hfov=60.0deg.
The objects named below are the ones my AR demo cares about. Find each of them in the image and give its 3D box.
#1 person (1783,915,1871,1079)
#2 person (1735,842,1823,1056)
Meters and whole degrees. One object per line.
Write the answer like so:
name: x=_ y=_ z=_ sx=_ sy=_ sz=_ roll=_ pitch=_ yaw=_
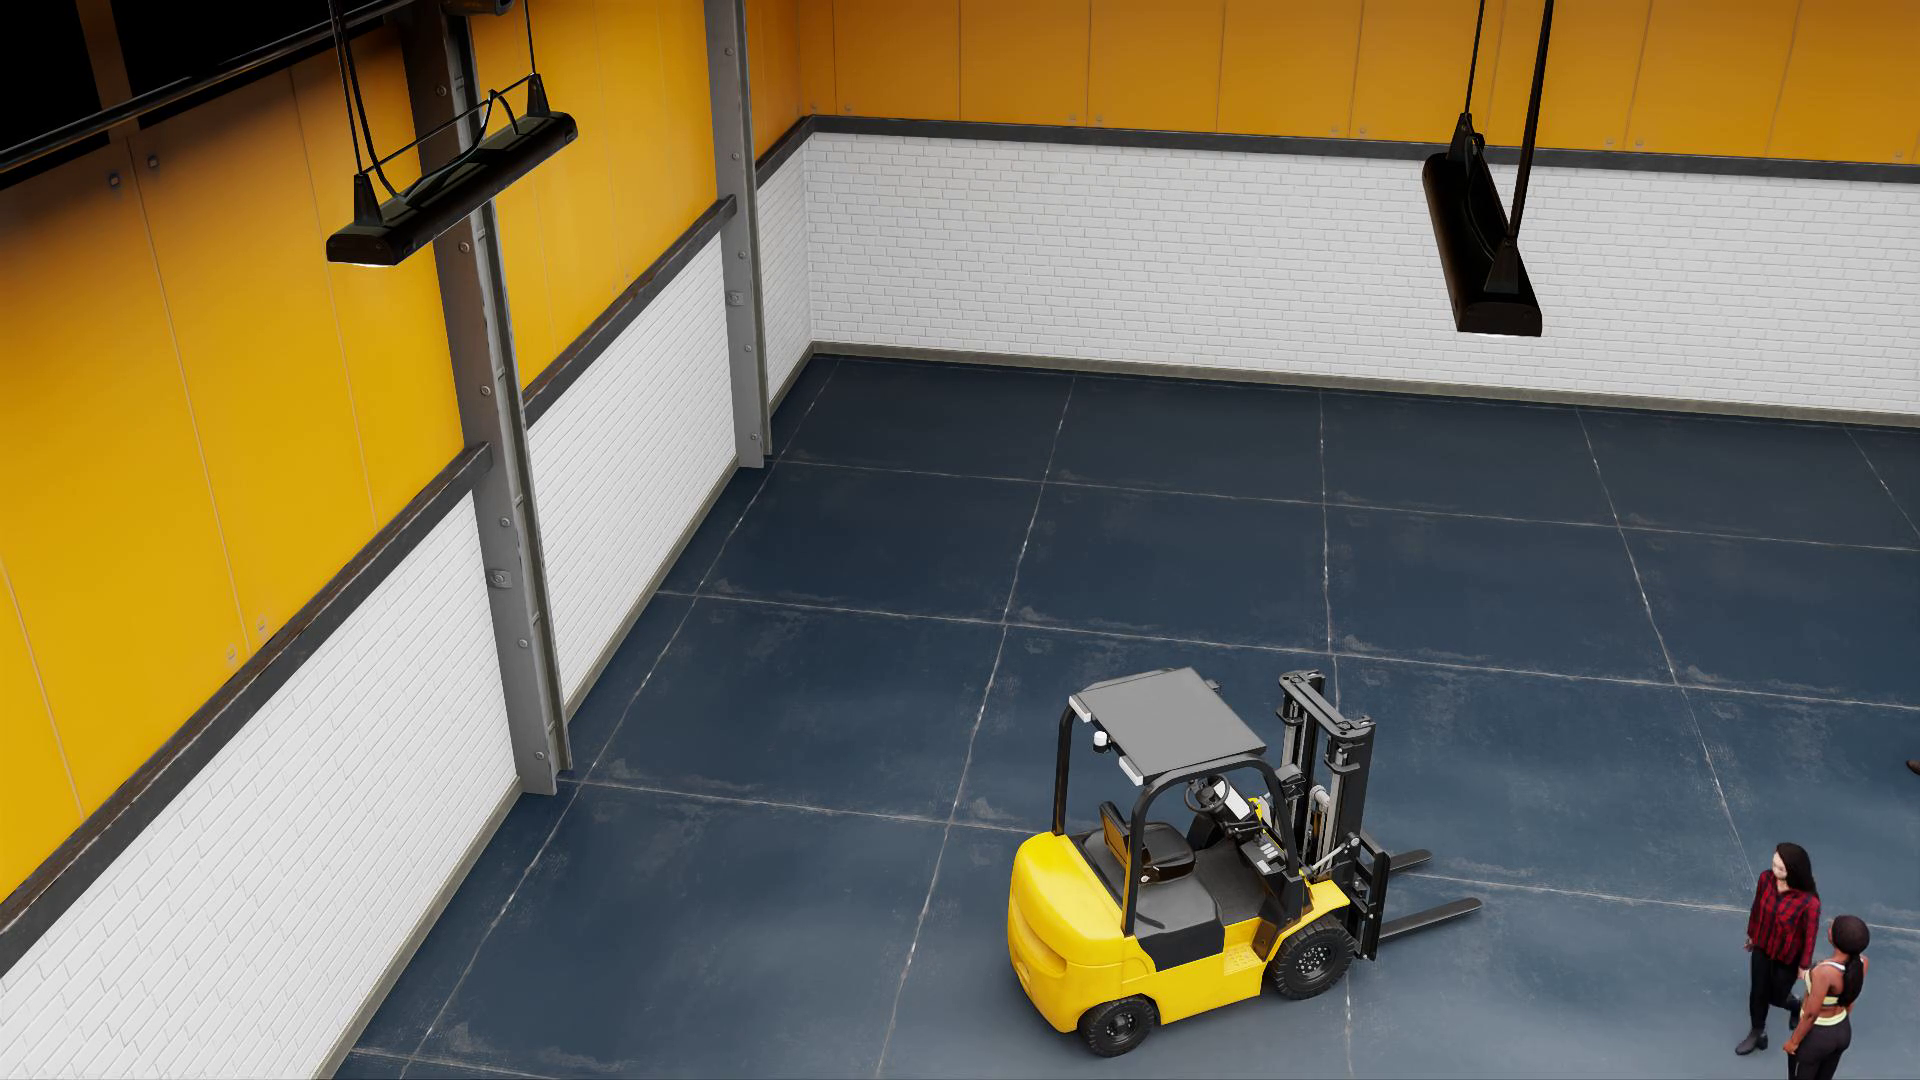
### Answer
person: x=5.060 y=2.923 z=9.768 sx=0.637 sy=1.753 sz=0.653 roll=-10 pitch=30 yaw=-18
person: x=5.248 y=2.567 z=10.543 sx=0.917 sy=1.635 sz=0.881 roll=-15 pitch=32 yaw=-26
